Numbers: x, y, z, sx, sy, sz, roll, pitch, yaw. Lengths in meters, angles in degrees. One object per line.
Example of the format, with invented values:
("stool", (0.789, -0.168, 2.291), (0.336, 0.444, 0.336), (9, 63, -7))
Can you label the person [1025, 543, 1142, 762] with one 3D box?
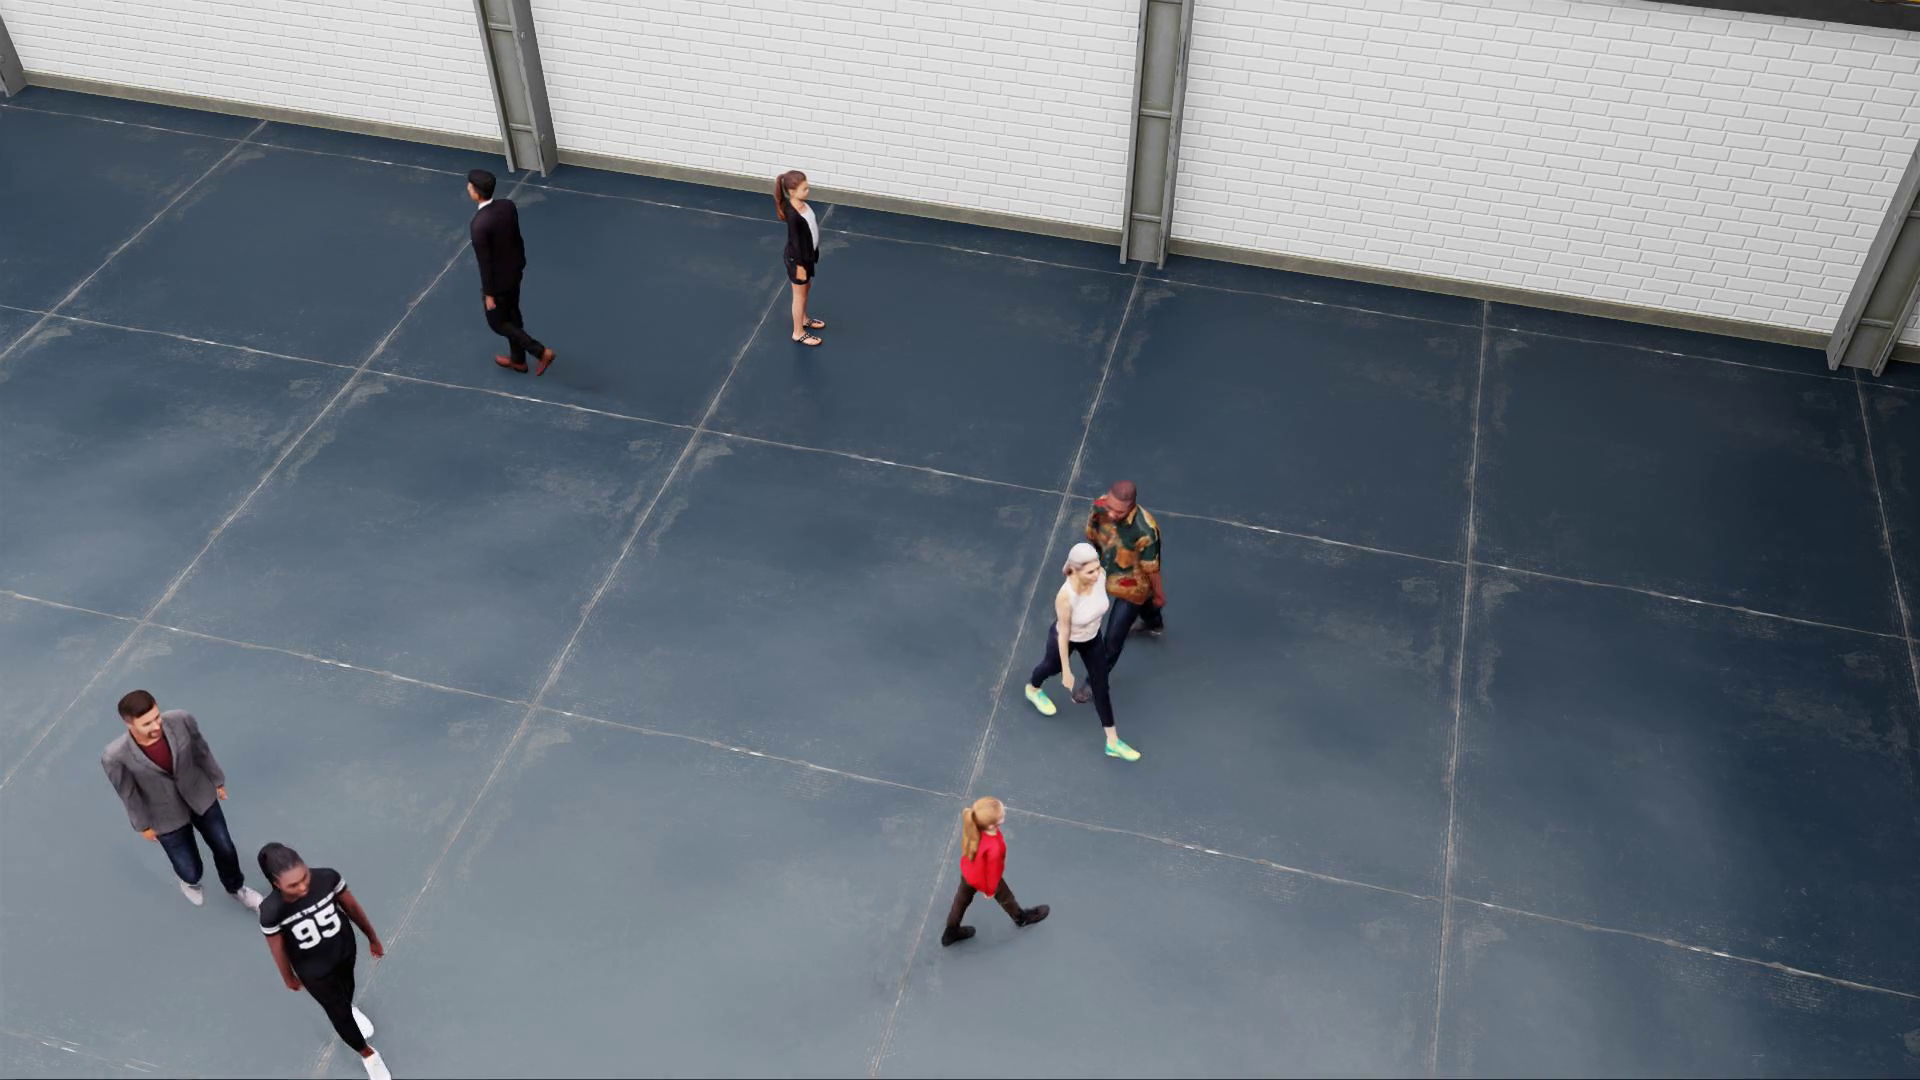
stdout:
("person", (0.654, 0.617, 10.483), (1.048, 1.648, 1.272), (-33, 53, -30))

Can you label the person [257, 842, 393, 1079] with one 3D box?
("person", (-3.421, 2.144, 8.834), (0.977, 1.711, 0.847), (30, 51, 28))

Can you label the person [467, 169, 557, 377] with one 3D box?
("person", (-3.548, -2.060, 13.128), (0.874, 1.876, 0.741), (14, 45, 14))

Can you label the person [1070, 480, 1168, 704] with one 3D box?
("person", (1.142, 0.218, 10.839), (1.260, 1.734, 1.280), (-25, 49, -24))

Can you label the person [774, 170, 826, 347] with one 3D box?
("person", (-1.317, -2.339, 13.652), (0.587, 1.556, 0.568), (5, 44, 5))

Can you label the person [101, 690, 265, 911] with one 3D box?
("person", (-4.458, 1.477, 9.429), (0.916, 1.857, 0.860), (30, 51, 28))

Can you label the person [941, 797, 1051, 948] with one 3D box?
("person", (0.079, 1.901, 9.423), (0.941, 1.251, 0.834), (-17, 46, -17))
